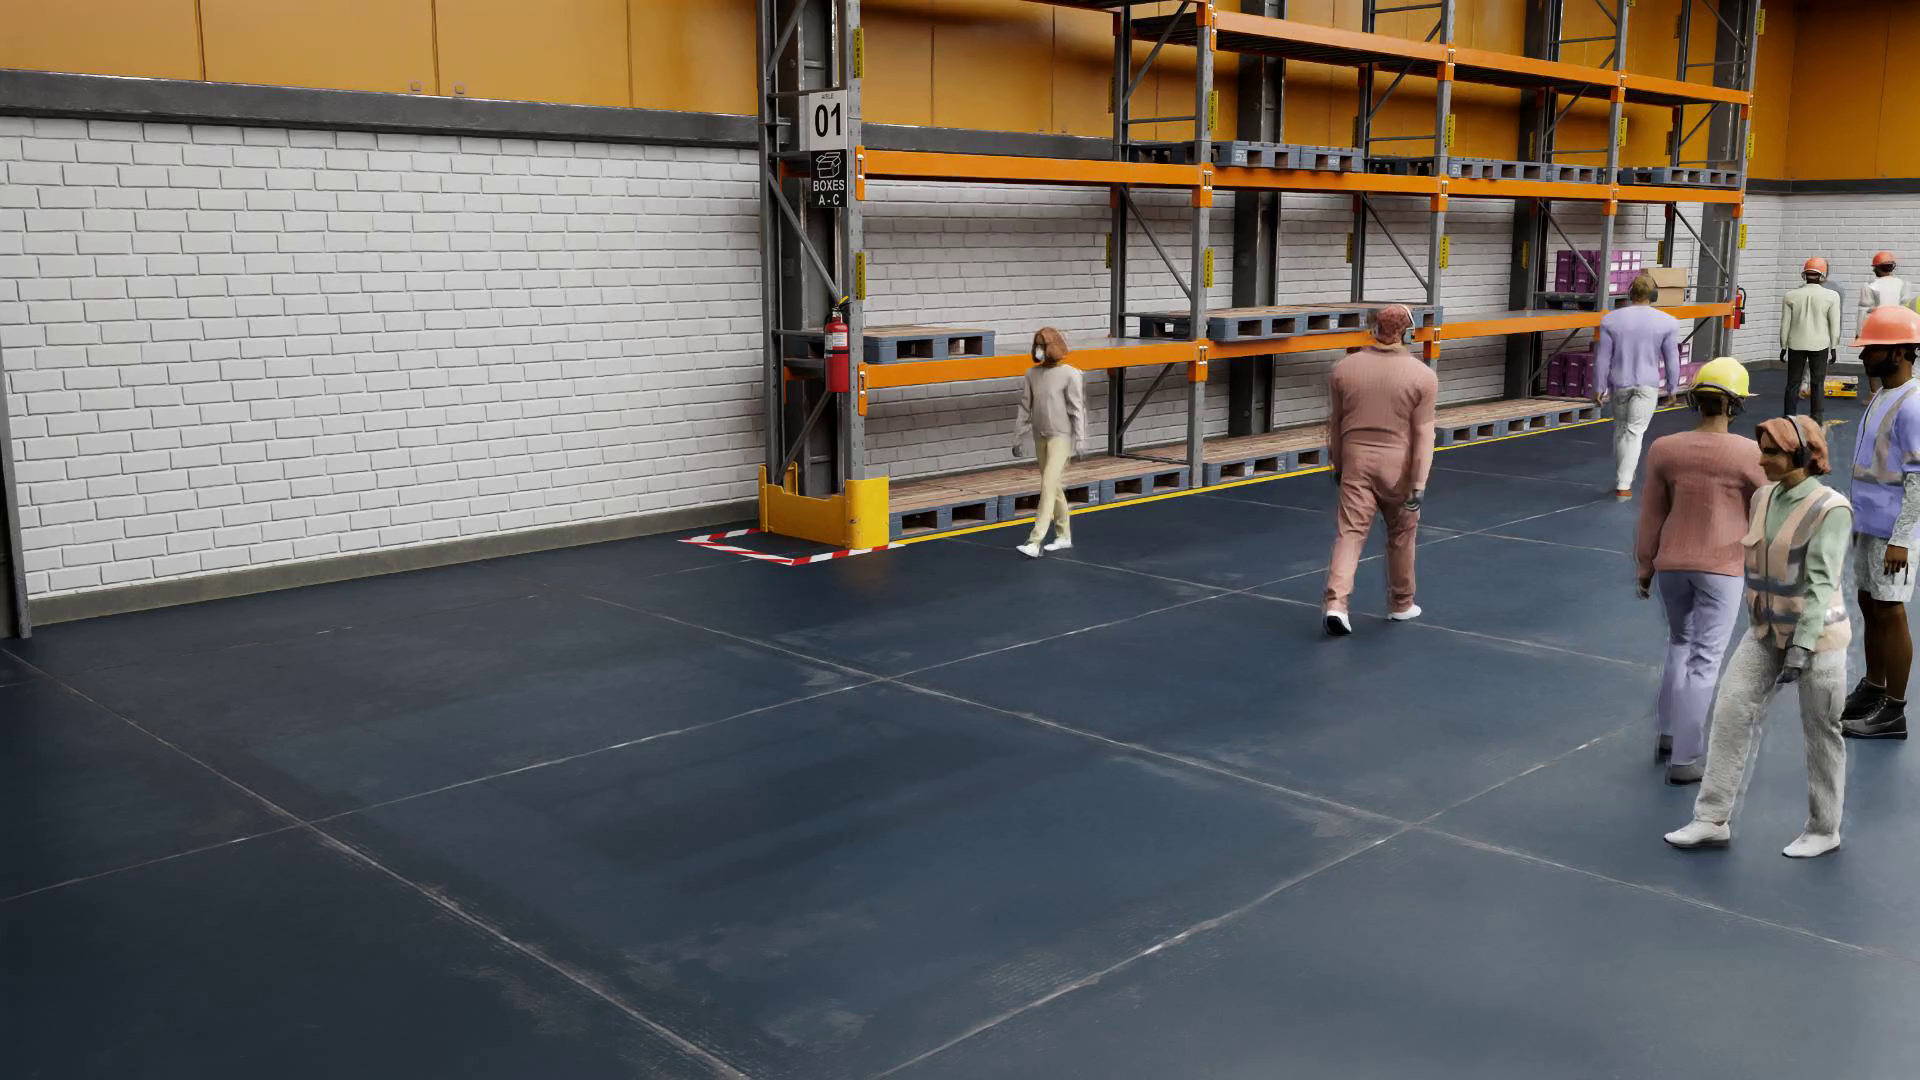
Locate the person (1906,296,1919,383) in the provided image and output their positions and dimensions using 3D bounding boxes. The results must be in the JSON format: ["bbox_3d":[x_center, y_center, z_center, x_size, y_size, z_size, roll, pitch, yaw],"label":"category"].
[{"bbox_3d":[10.782,-2.042,18.426,0.429,1.844,0.627,-8,13,-39],"label":"person"}]

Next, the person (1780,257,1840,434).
[{"bbox_3d":[9.558,-2.175,18.727,0.609,1.996,0.379,7,13,34],"label":"person"}]

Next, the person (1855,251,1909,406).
[{"bbox_3d":[12.006,-2.749,21.735,0.618,2.031,0.418,0,10,0],"label":"person"}]

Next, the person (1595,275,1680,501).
[{"bbox_3d":[5.827,-1.308,14.264,0.647,1.892,0.978,7,12,33],"label":"person"}]

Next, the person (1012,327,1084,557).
[{"bbox_3d":[0.562,-0.675,11.633,0.777,1.599,0.516,-9,14,-42],"label":"person"}]

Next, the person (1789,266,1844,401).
[{"bbox_3d":[11.589,-2.837,22.635,1.030,1.880,0.647,-7,13,-34],"label":"person"}]

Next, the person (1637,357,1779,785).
[{"bbox_3d":[3.114,0.124,6.885,0.632,1.746,0.545,-8,13,-38],"label":"person"}]

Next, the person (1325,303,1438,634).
[{"bbox_3d":[2.365,-0.400,9.414,0.642,1.871,0.957,7,12,32],"label":"person"}]

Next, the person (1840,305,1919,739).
[{"bbox_3d":[4.104,-0.074,7.432,0.373,1.934,0.551,2,11,12],"label":"person"}]

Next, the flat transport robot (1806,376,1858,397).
[{"bbox_3d":[12.319,-2.190,23.513,0.652,0.197,1.431,5,12,27],"label":"flat transport robot"}]

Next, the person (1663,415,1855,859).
[{"bbox_3d":[2.891,0.367,5.927,0.741,1.608,0.531,-3,11,-15],"label":"person"}]
